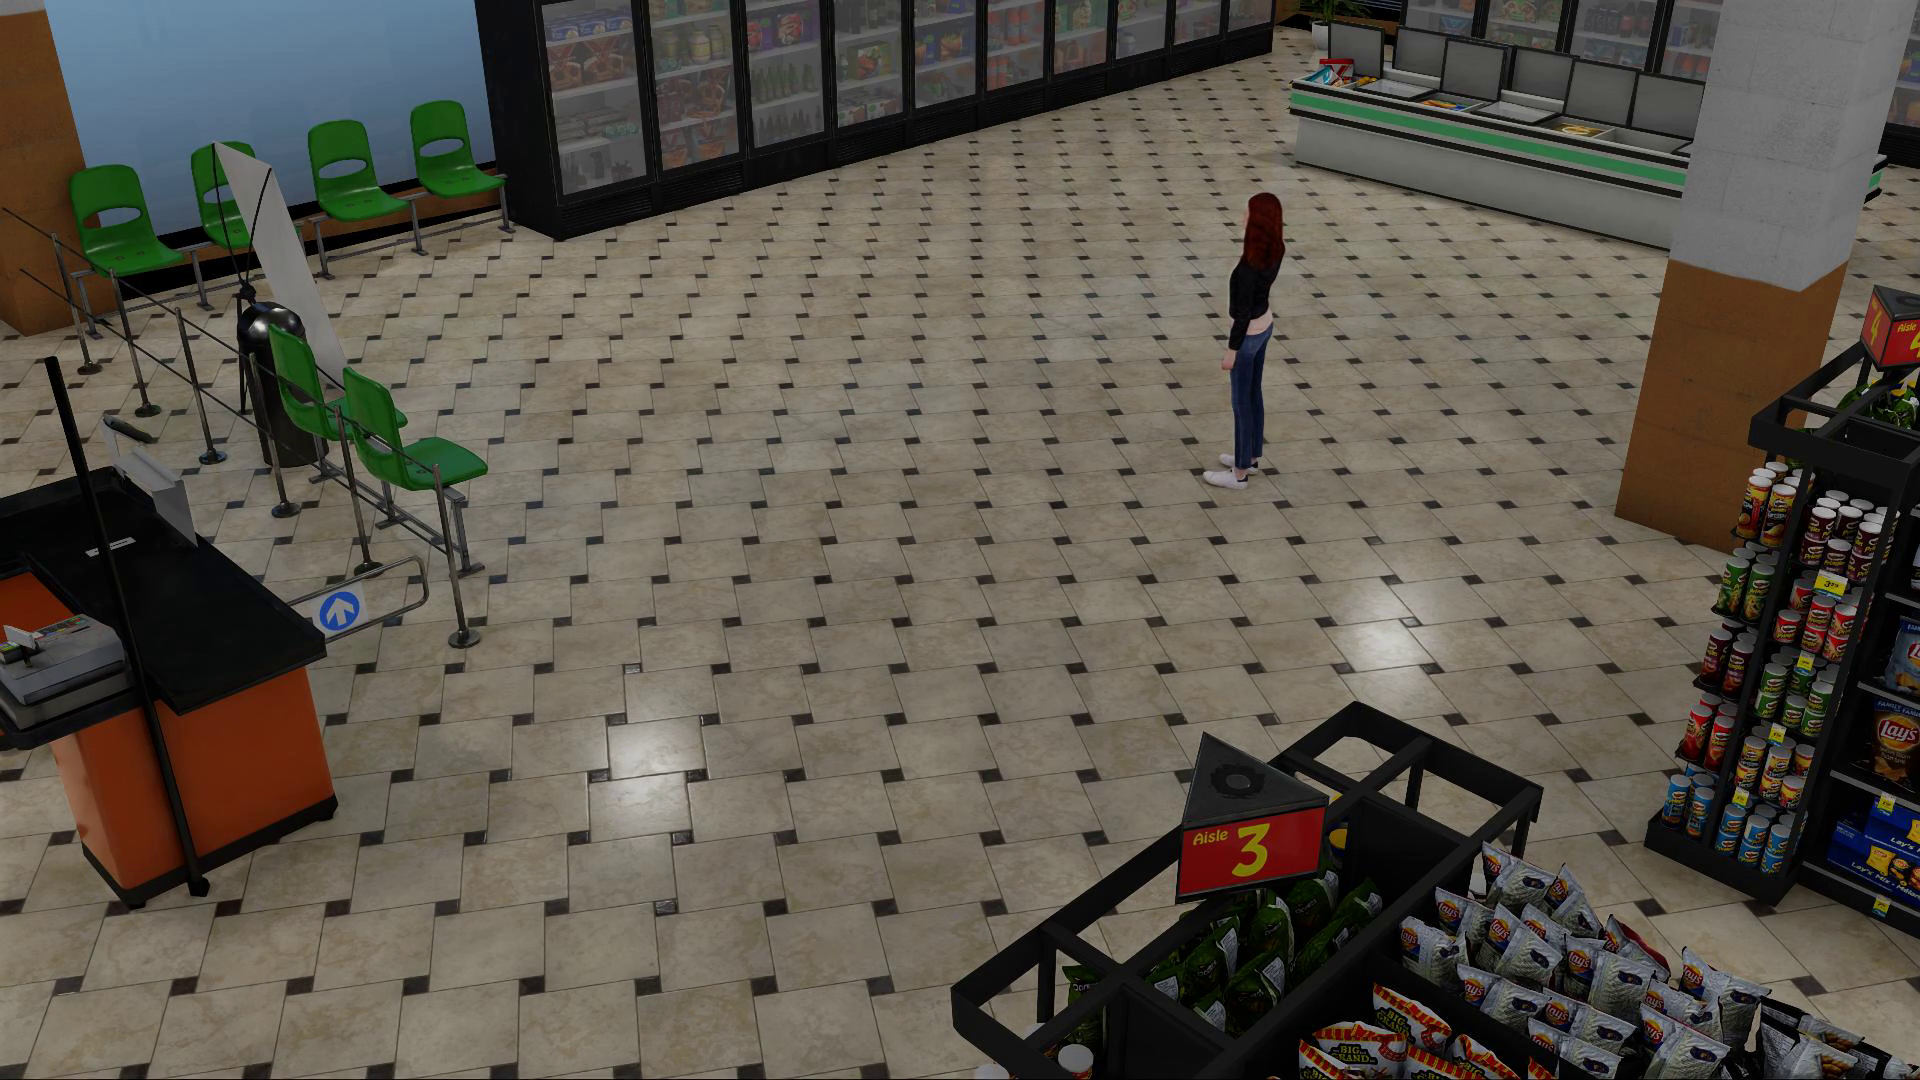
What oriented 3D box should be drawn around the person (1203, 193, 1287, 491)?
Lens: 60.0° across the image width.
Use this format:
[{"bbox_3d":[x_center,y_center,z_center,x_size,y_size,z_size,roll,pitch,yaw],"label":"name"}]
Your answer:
[{"bbox_3d":[1.685,-1.157,9.696,0.631,1.787,0.631,15,32,25],"label":"person"}]
